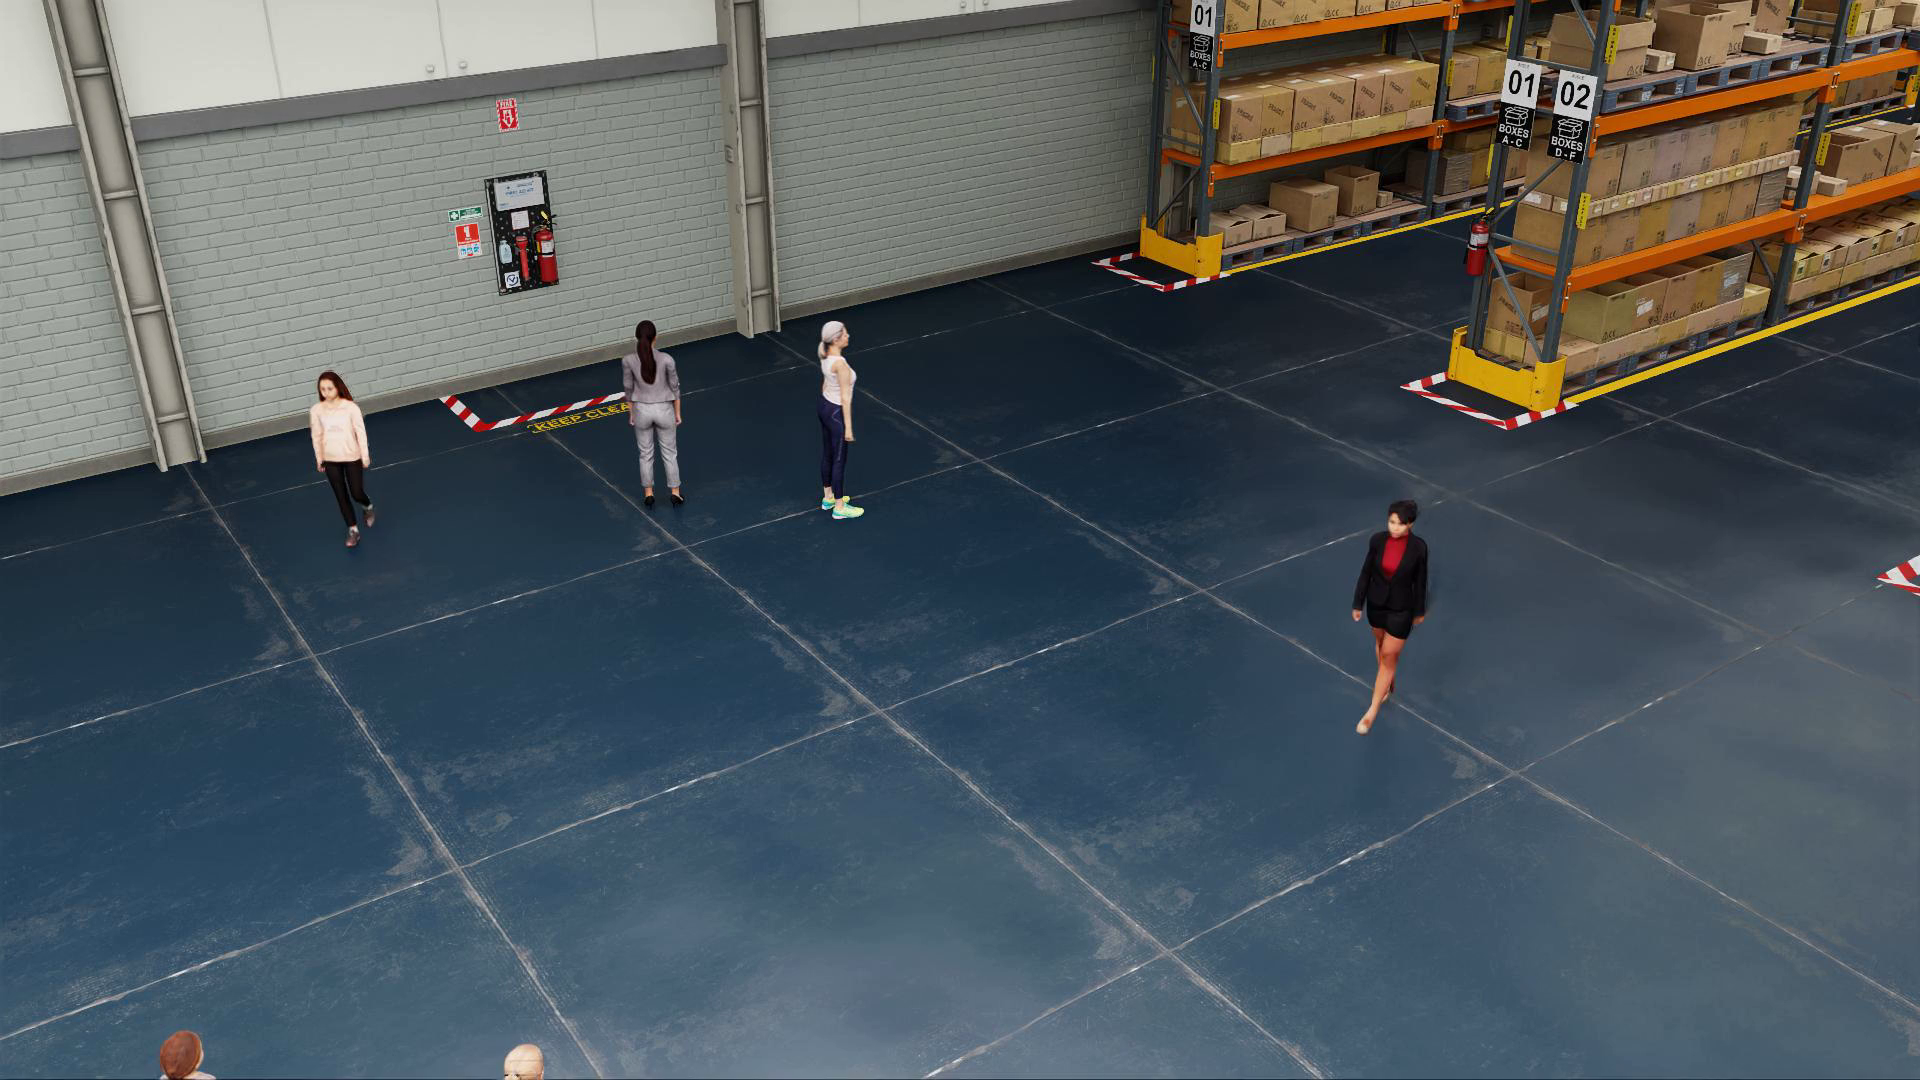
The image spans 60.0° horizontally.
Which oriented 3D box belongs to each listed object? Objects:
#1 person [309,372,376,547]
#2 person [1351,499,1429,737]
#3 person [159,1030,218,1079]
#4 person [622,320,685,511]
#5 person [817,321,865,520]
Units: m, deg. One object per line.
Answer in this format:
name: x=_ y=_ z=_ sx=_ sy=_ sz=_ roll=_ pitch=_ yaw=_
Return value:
person: x=-5.003 y=-0.685 z=13.515 sx=0.766 sy=1.474 sz=0.805 roll=-2 pitch=27 yaw=-3
person: x=2.900 y=0.463 z=11.143 sx=0.832 sy=1.605 sz=1.096 roll=17 pitch=32 yaw=30
person: x=-3.346 y=2.646 z=7.352 sx=0.550 sy=1.194 sz=0.621 roll=2 pitch=27 yaw=5
person: x=-2.575 y=-1.045 z=13.991 sx=0.695 sy=1.679 sz=0.784 roll=-1 pitch=27 yaw=-3
person: x=-1.048 y=-1.021 z=13.920 sx=0.580 sy=1.701 sz=0.623 roll=-12 pitch=30 yaw=-23
